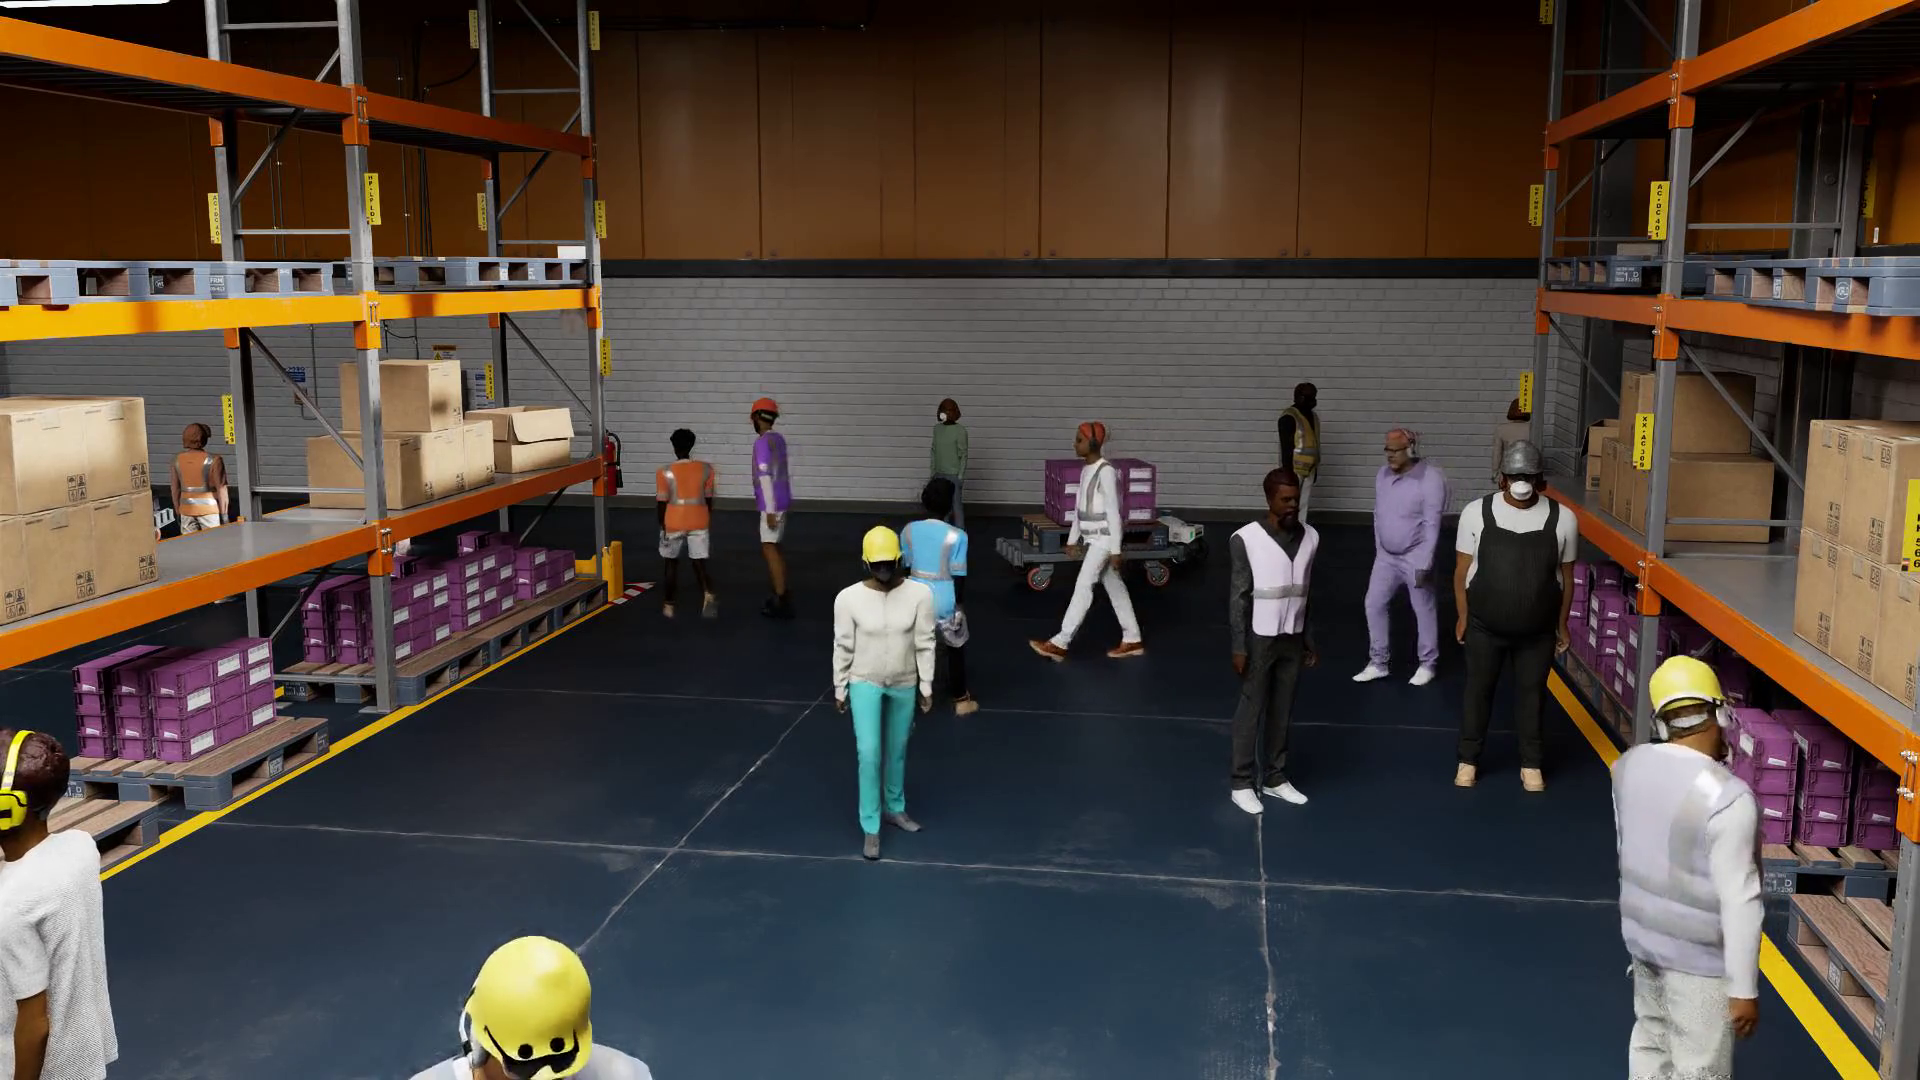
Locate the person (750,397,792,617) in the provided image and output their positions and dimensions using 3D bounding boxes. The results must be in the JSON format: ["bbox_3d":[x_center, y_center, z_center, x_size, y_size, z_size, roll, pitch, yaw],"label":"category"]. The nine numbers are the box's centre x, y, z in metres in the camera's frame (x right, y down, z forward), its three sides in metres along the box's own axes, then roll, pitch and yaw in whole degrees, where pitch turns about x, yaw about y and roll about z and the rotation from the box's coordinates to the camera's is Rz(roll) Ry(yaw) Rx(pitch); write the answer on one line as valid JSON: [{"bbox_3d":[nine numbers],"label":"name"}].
[{"bbox_3d":[-1.653,-0.287,14.506,0.485,1.885,0.705,2,9,10],"label":"person"}]

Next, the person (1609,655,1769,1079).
[{"bbox_3d":[2.292,1.276,5.163,0.405,1.793,0.727,-2,9,-11],"label":"person"}]

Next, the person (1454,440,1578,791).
[{"bbox_3d":[3.181,0.437,9.555,0.673,2.000,0.536,2,10,14],"label":"person"}]

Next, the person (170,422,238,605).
[{"bbox_3d":[-6.787,-0.226,14.874,0.515,1.641,0.315,1,9,6],"label":"person"}]

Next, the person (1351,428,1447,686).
[{"bbox_3d":[3.158,0.134,11.928,0.756,1.868,0.688,-6,11,-32],"label":"person"}]

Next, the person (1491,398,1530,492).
[{"bbox_3d":[5.965,-0.704,17.843,0.507,1.631,0.267,3,10,17],"label":"person"}]

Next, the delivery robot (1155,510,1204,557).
[{"bbox_3d":[2.106,-0.065,16.928,0.707,0.478,0.477,5,11,30],"label":"delivery robot"}]

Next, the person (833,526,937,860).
[{"bbox_3d":[-0.398,0.751,8.645,0.528,1.711,0.631,-2,9,-14],"label":"person"}]

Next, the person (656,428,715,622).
[{"bbox_3d":[-2.306,-0.117,14.149,0.535,1.655,0.681,-4,10,-22],"label":"person"}]

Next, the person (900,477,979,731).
[{"bbox_3d":[-0.188,0.414,10.878,0.538,1.657,0.861,5,11,29],"label":"person"}]

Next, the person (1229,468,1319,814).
[{"bbox_3d":[1.733,0.544,9.271,0.596,1.916,0.372,-6,11,-31],"label":"person"}]

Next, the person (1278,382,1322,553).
[{"bbox_3d":[3.567,-0.733,17.434,0.431,1.834,0.626,9,13,44],"label":"person"}]

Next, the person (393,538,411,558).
[{"bbox_3d":[-5.566,-0.629,16.263,0.383,1.993,0.622,-3,10,-18],"label":"person"}]

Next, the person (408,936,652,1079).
[{"bbox_3d":[-0.887,1.592,3.291,0.625,1.768,0.926,-5,10,-27],"label":"person"}]

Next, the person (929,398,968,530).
[{"bbox_3d":[-0.130,-0.702,17.821,0.497,1.636,0.286,8,12,41],"label":"person"}]

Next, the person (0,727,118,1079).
[{"bbox_3d":[-2.333,1.383,4.231,0.328,1.876,0.514,-2,9,-12],"label":"person"}]

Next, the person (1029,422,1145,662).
[{"bbox_3d":[1.000,0.021,12.720,0.961,1.837,0.605,-1,9,-8],"label":"person"}]
